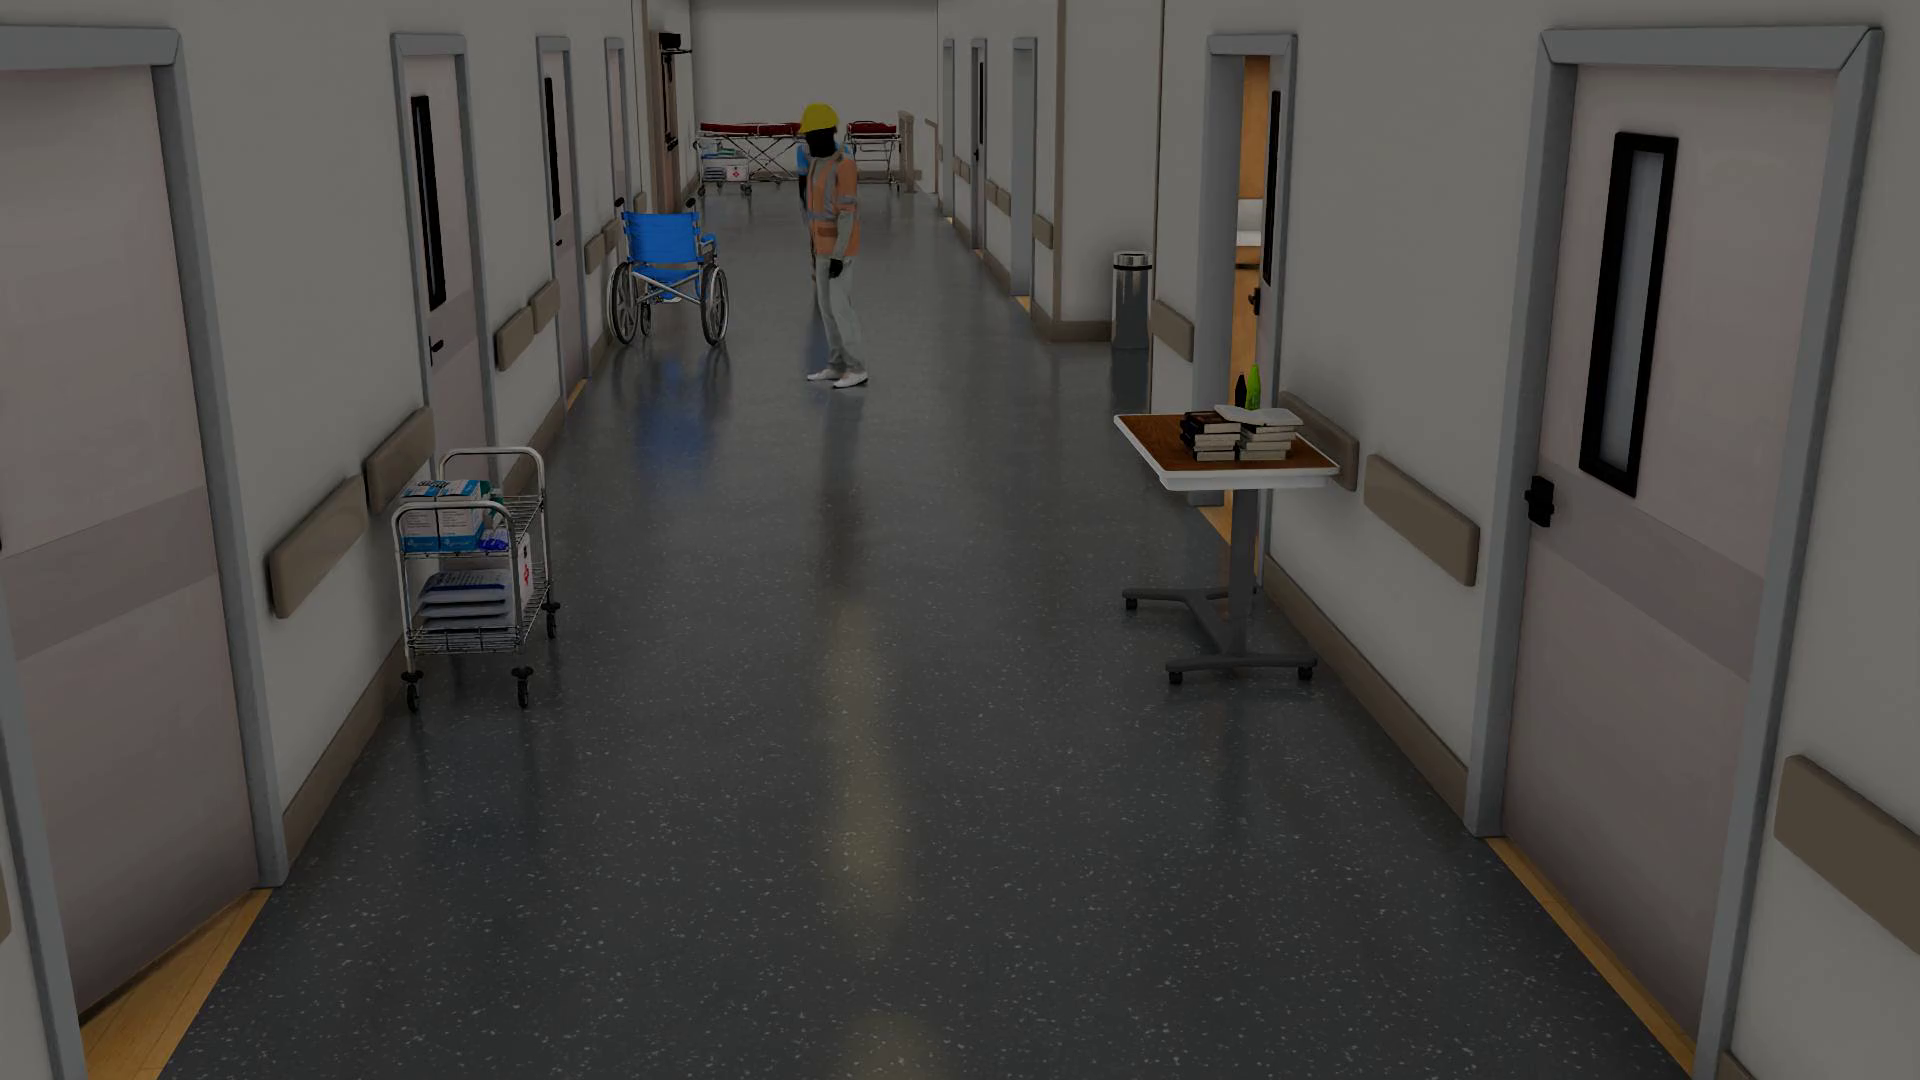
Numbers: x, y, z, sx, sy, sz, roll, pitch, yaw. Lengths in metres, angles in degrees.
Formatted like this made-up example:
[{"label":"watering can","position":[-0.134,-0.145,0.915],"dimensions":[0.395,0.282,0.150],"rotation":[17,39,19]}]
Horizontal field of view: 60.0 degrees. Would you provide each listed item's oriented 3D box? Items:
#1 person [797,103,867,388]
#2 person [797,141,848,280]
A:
[{"label":"person","position":[-0.890,-1.998,11.353],"dimensions":[0.408,1.911,0.601],"rotation":[-10,19,-29]},{"label":"person","position":[-1.322,-3.350,16.273],"dimensions":[0.540,1.671,0.741],"rotation":[-4,17,-13]}]
